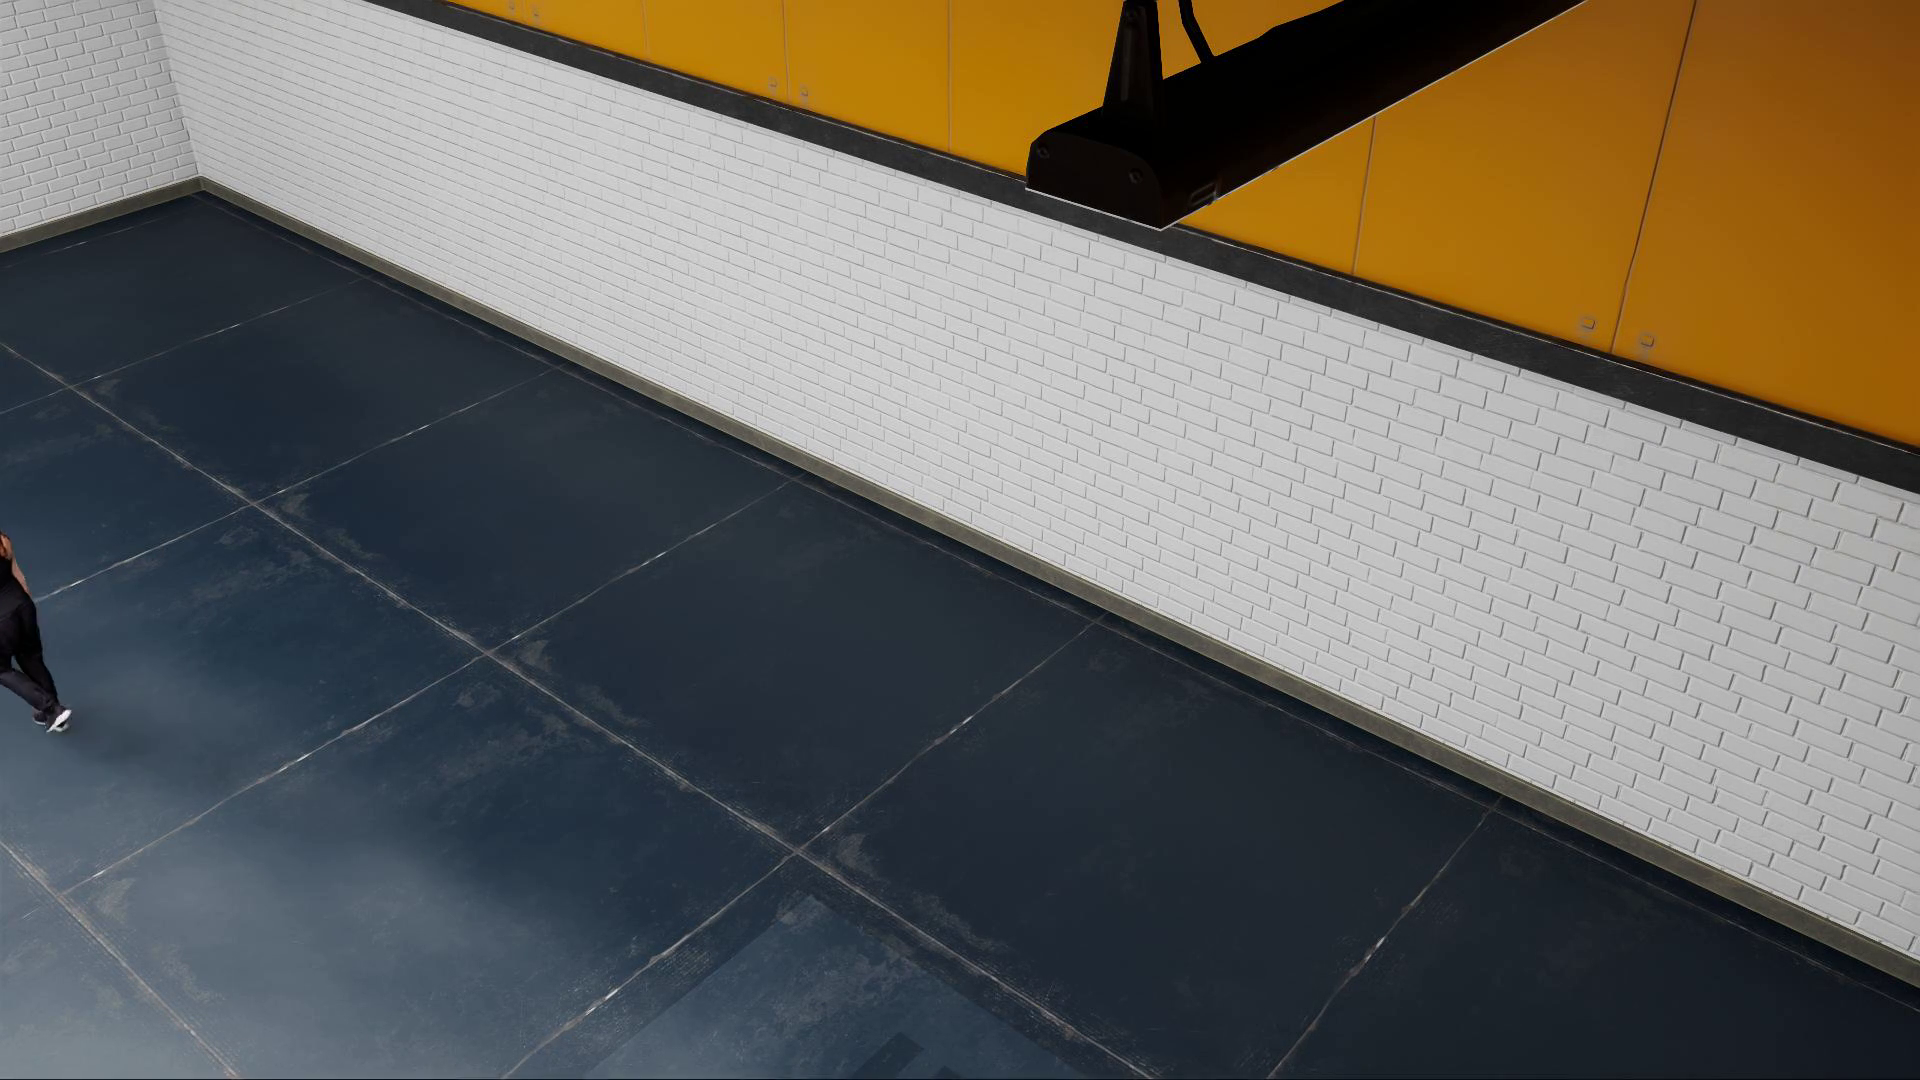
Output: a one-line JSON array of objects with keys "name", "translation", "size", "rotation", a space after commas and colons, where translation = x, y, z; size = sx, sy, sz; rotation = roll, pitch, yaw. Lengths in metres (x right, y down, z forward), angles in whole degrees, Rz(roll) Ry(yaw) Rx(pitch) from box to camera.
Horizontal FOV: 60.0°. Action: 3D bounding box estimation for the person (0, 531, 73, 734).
[{"name": "person", "translation": [-5.834, 0.523, 10.302], "size": [0.789, 1.733, 0.766], "rotation": [12, 36, 18]}]
